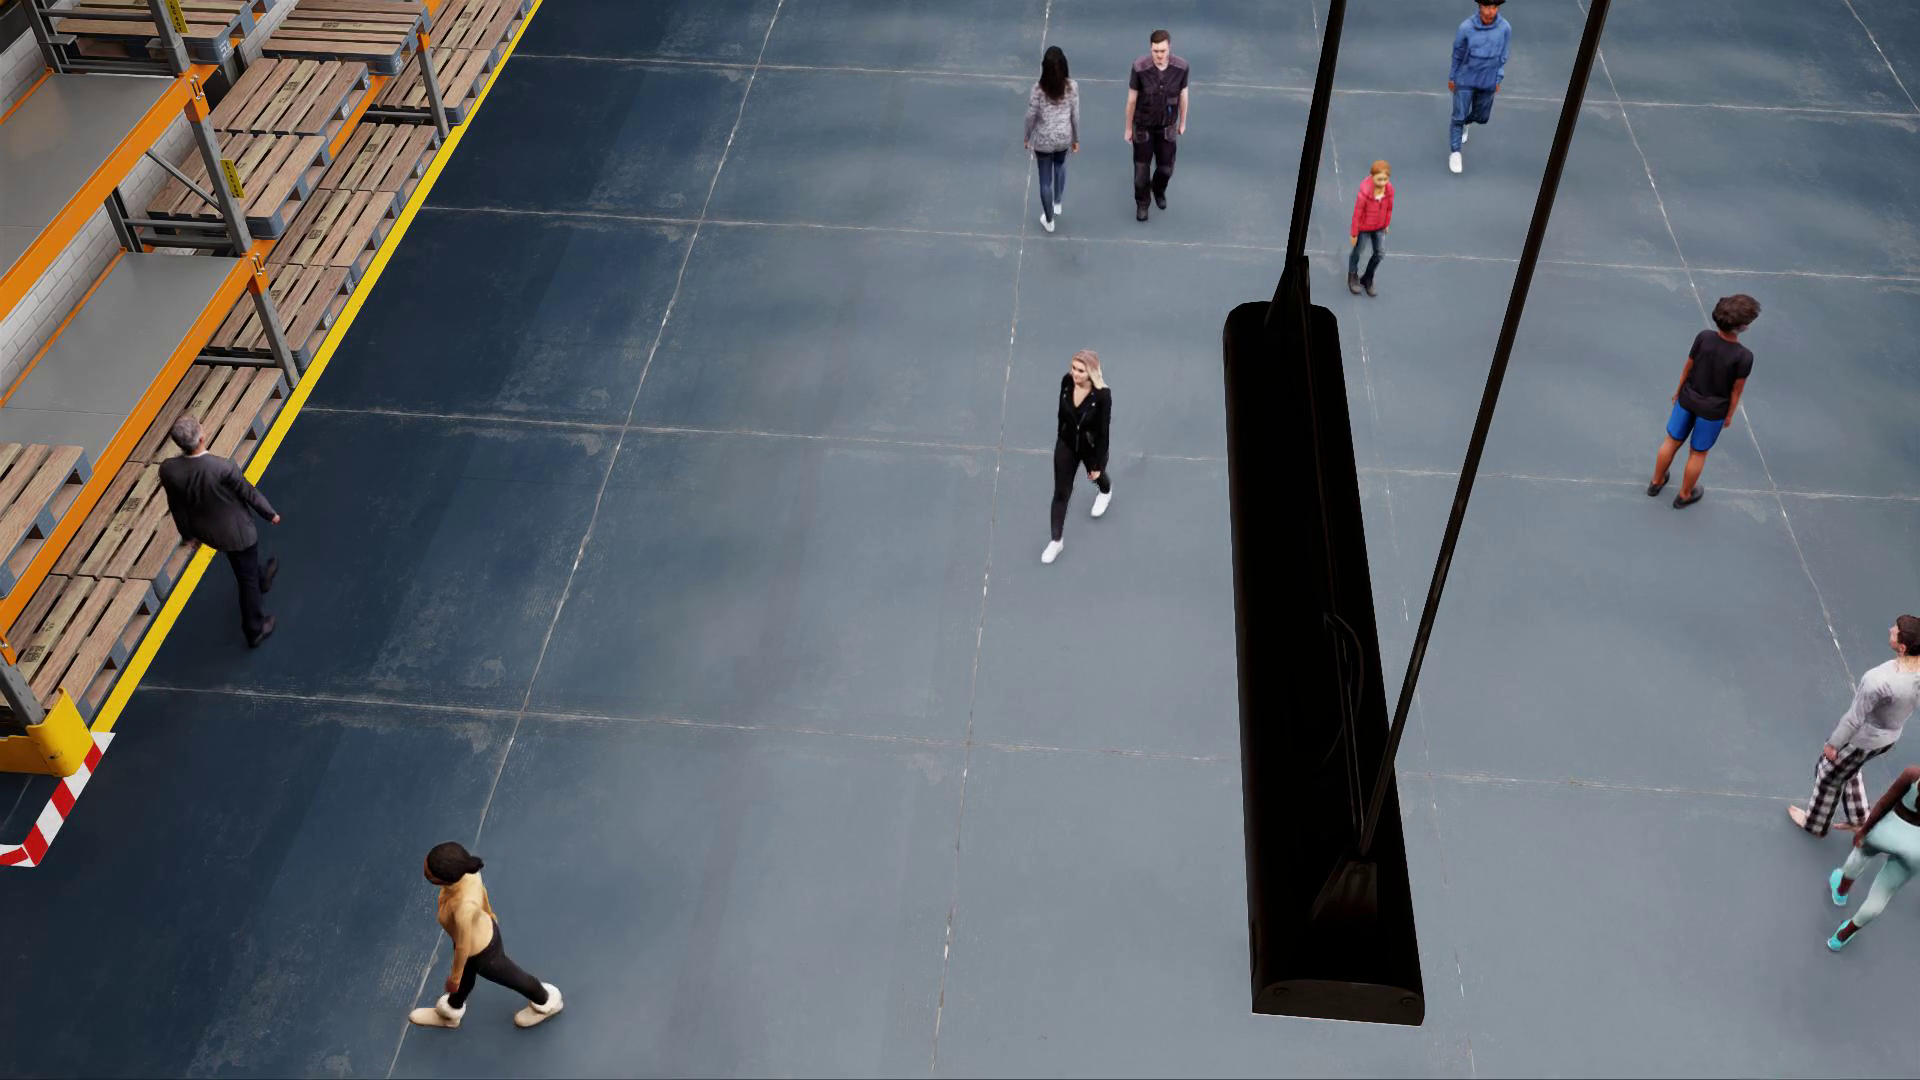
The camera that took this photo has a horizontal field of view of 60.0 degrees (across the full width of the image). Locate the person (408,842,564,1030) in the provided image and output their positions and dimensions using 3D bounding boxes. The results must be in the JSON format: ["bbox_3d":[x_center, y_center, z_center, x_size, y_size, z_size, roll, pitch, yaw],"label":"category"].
[{"bbox_3d":[-2.486,2.146,8.905,0.915,1.628,1.084,-11,45,-12],"label":"person"}]

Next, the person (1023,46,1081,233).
[{"bbox_3d":[0.839,-3.512,14.781,0.738,1.716,0.774,-9,44,-9],"label":"person"}]

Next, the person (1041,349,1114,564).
[{"bbox_3d":[0.933,-0.687,11.865,0.917,1.646,1.222,21,47,21],"label":"person"}]

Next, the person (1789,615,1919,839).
[{"bbox_3d":[5.394,1.191,9.756,0.818,1.836,0.887,-18,46,-18],"label":"person"}]

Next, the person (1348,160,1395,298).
[{"bbox_3d":[3.479,-2.708,14.233,0.604,1.306,0.621,-9,44,-9],"label":"person"}]

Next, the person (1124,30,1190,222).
[{"bbox_3d":[1.734,-3.771,14.969,0.732,1.830,0.688,-1,44,-1],"label":"person"}]

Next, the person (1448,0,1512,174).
[{"bbox_3d":[4.840,-4.392,15.642,0.689,1.802,0.875,2,44,2],"label":"person"}]

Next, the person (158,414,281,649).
[{"bbox_3d":[-4.899,-0.021,11.046,0.747,1.812,1.032,7,44,7],"label":"person"}]

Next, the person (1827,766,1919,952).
[{"bbox_3d":[5.221,1.741,9.269,0.811,1.712,0.924,24,48,23],"label":"person"}]

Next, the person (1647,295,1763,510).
[{"bbox_3d":[5.407,-1.003,12.090,0.743,1.794,0.693,-34,53,-30],"label":"person"}]
